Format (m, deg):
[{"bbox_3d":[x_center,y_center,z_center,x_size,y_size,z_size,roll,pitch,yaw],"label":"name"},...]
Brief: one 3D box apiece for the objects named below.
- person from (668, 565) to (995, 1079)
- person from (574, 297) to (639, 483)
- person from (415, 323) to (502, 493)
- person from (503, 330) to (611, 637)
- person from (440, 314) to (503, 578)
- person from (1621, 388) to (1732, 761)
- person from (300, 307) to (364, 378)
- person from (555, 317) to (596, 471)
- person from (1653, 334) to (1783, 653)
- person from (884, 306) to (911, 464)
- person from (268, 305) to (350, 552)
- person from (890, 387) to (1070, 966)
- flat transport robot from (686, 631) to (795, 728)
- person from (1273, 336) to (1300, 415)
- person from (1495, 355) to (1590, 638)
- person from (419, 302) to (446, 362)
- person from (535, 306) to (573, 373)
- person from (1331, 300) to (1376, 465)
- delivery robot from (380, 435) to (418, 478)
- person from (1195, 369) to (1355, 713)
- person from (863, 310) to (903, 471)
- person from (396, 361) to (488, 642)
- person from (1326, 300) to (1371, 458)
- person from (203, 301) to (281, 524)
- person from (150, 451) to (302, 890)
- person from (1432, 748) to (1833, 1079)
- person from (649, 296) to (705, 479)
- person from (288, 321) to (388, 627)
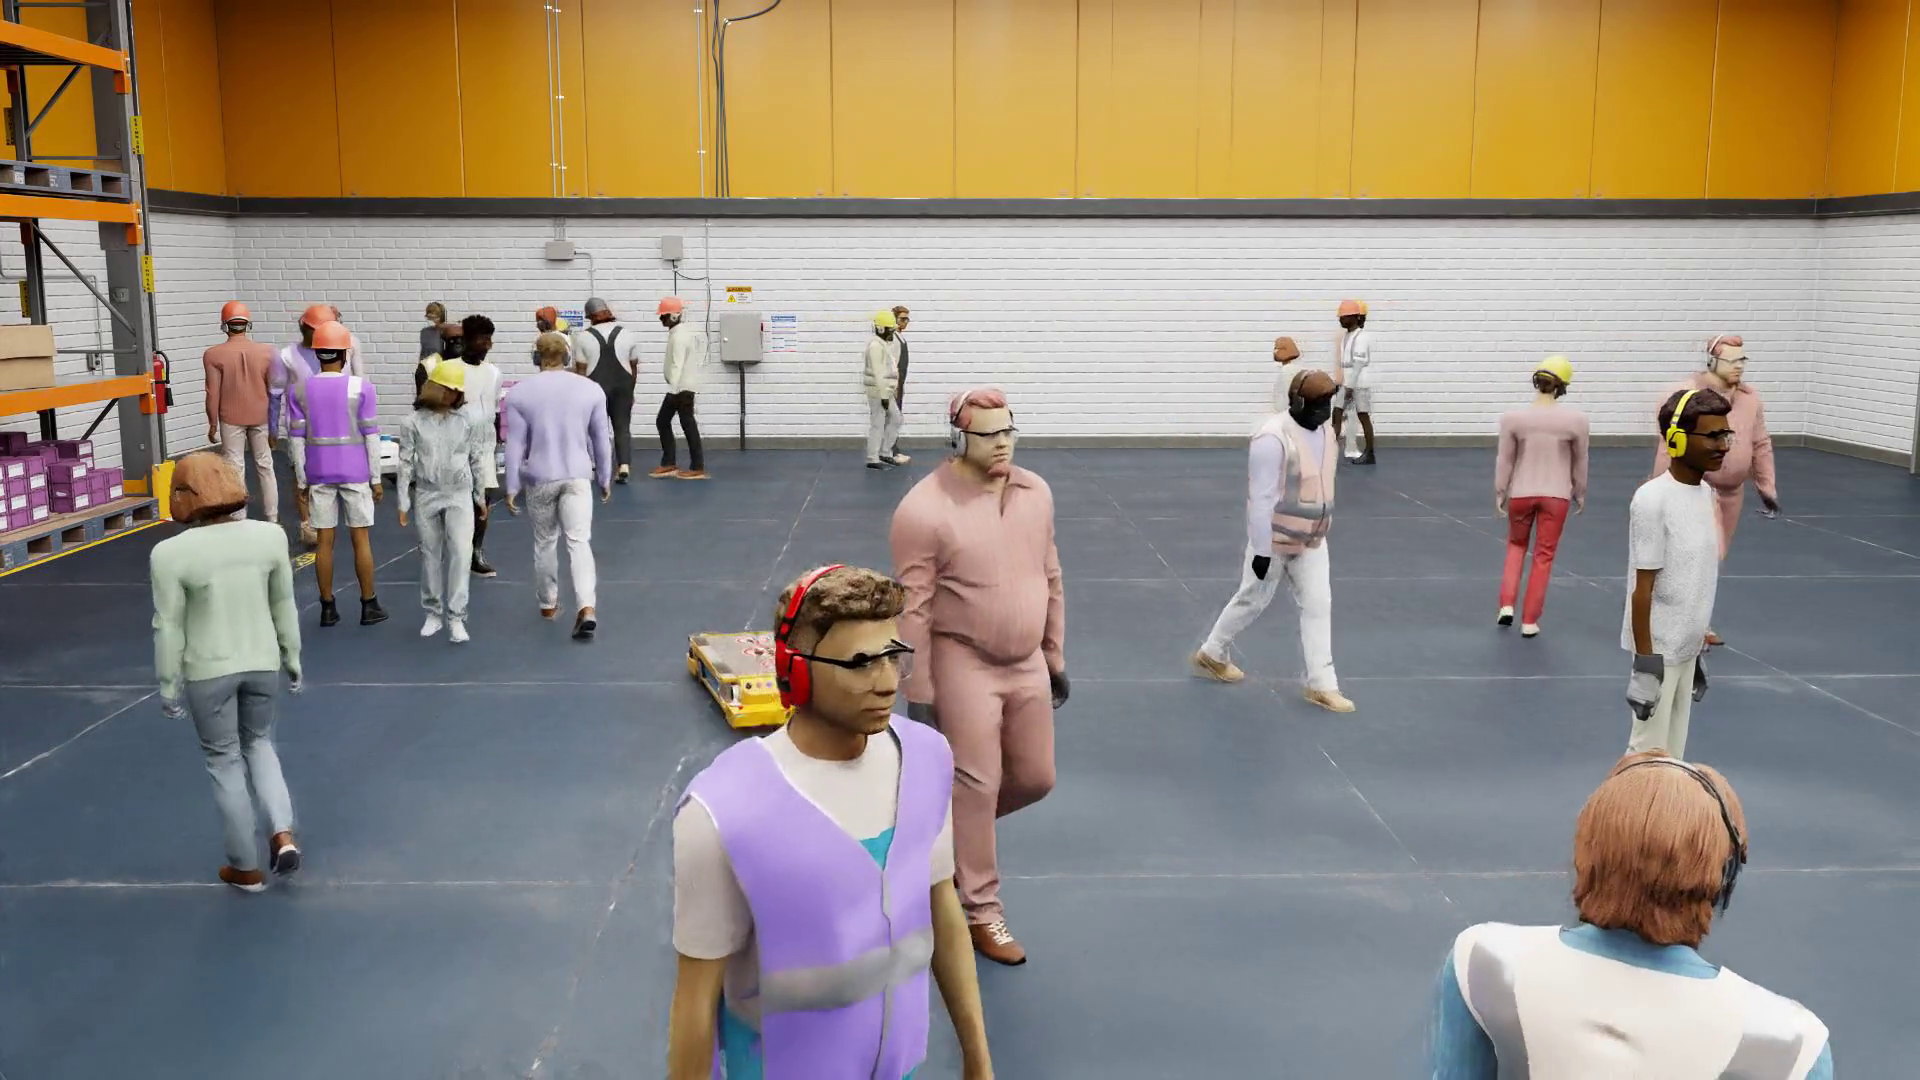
[{"bbox_3d":[-0.156,0.927,2.765,0.955,1.790,0.588,7,12,38],"label":"person"},{"bbox_3d":[-3.758,-1.636,17.742,0.687,2.000,0.999,-3,10,-19],"label":"person"},{"bbox_3d":[-4.103,-0.870,13.711,0.647,1.811,0.769,-6,11,-34],"label":"person"},{"bbox_3d":[-2.496,-0.353,10.382,0.659,1.893,1.026,-3,10,-18],"label":"person"},{"bbox_3d":[-3.666,-0.693,12.272,0.574,1.936,0.658,7,11,36],"label":"person"},{"bbox_3d":[2.452,0.408,5.737,0.309,1.868,0.535,9,13,42],"label":"person"},{"bbox_3d":[-6.818,-1.599,18.070,0.639,1.851,0.986,-4,10,-23],"label":"person"},{"bbox_3d":[-4.482,-1.611,18.548,0.867,1.722,0.541,1,9,6],"label":"person"},{"bbox_3d":[4.502,-0.277,9.882,0.661,1.884,0.587,-4,10,-21],"label":"person"},{"bbox_3d":[-0.741,-1.804,19.390,0.345,1.840,0.505,1,9,8],"label":"person"},{"bbox_3d":[-5.233,-0.908,13.485,0.641,1.972,0.920,-7,12,-38],"label":"person"},{"bbox_3d":[0.060,0.422,5.592,0.666,1.887,0.622,-8,12,-40],"label":"person"},{"bbox_3d":[-1.016,0.700,8.830,0.652,0.197,1.431,-3,10,-18],"label":"flat transport robot"},{"bbox_3d":[3.268,-1.193,16.364,0.675,1.614,0.503,2,10,15],"label":"person"},{"bbox_3d":[3.585,-0.267,10.268,0.527,1.743,0.449,5,10,26],"label":"person"},{"bbox_3d":[-5.793,-1.737,18.776,0.690,1.910,0.661,7,12,38],"label":"person"},{"bbox_3d":[-4.389,-1.579,17.933,0.611,1.863,0.619,3,10,18],"label":"person"},{"bbox_3d":[4.449,-1.803,19.185,0.877,1.896,0.573,-2,10,-14],"label":"person"},{"bbox_3d":[-5.915,-0.844,17.142,0.477,0.478,0.707,9,13,44],"label":"delivery robot"},{"bbox_3d":[1.648,-0.029,8.759,0.632,1.776,0.992,-7,12,-37],"label":"person"},{"bbox_3d":[-0.820,-1.660,18.601,0.540,1.808,0.610,1,9,5],"label":"person"},{"bbox_3d":[-3.140,-0.219,10.080,0.528,1.698,0.807,-3,10,-18],"label":"person"},{"bbox_3d":[4.577,-1.909,19.849,0.634,1.904,0.586,-1,9,-8],"label":"person"},{"bbox_3d":[-6.080,-1.021,14.114,0.608,1.995,0.377,-8,12,-41],"label":"person"},{"bbox_3d":[-2.657,0.480,6.038,0.339,1.616,0.520,8,12,42],"label":"person"},{"bbox_3d":[0.862,1.094,2.265,0.532,1.623,0.507,5,11,29],"label":"person"},{"bbox_3d":[-3.096,-1.616,17.819,0.750,1.962,0.628,-3,10,-15],"label":"person"},{"bbox_3d":[-3.942,-0.413,10.558,0.542,1.939,0.369,-1,9,-5],"label":"person"}]
